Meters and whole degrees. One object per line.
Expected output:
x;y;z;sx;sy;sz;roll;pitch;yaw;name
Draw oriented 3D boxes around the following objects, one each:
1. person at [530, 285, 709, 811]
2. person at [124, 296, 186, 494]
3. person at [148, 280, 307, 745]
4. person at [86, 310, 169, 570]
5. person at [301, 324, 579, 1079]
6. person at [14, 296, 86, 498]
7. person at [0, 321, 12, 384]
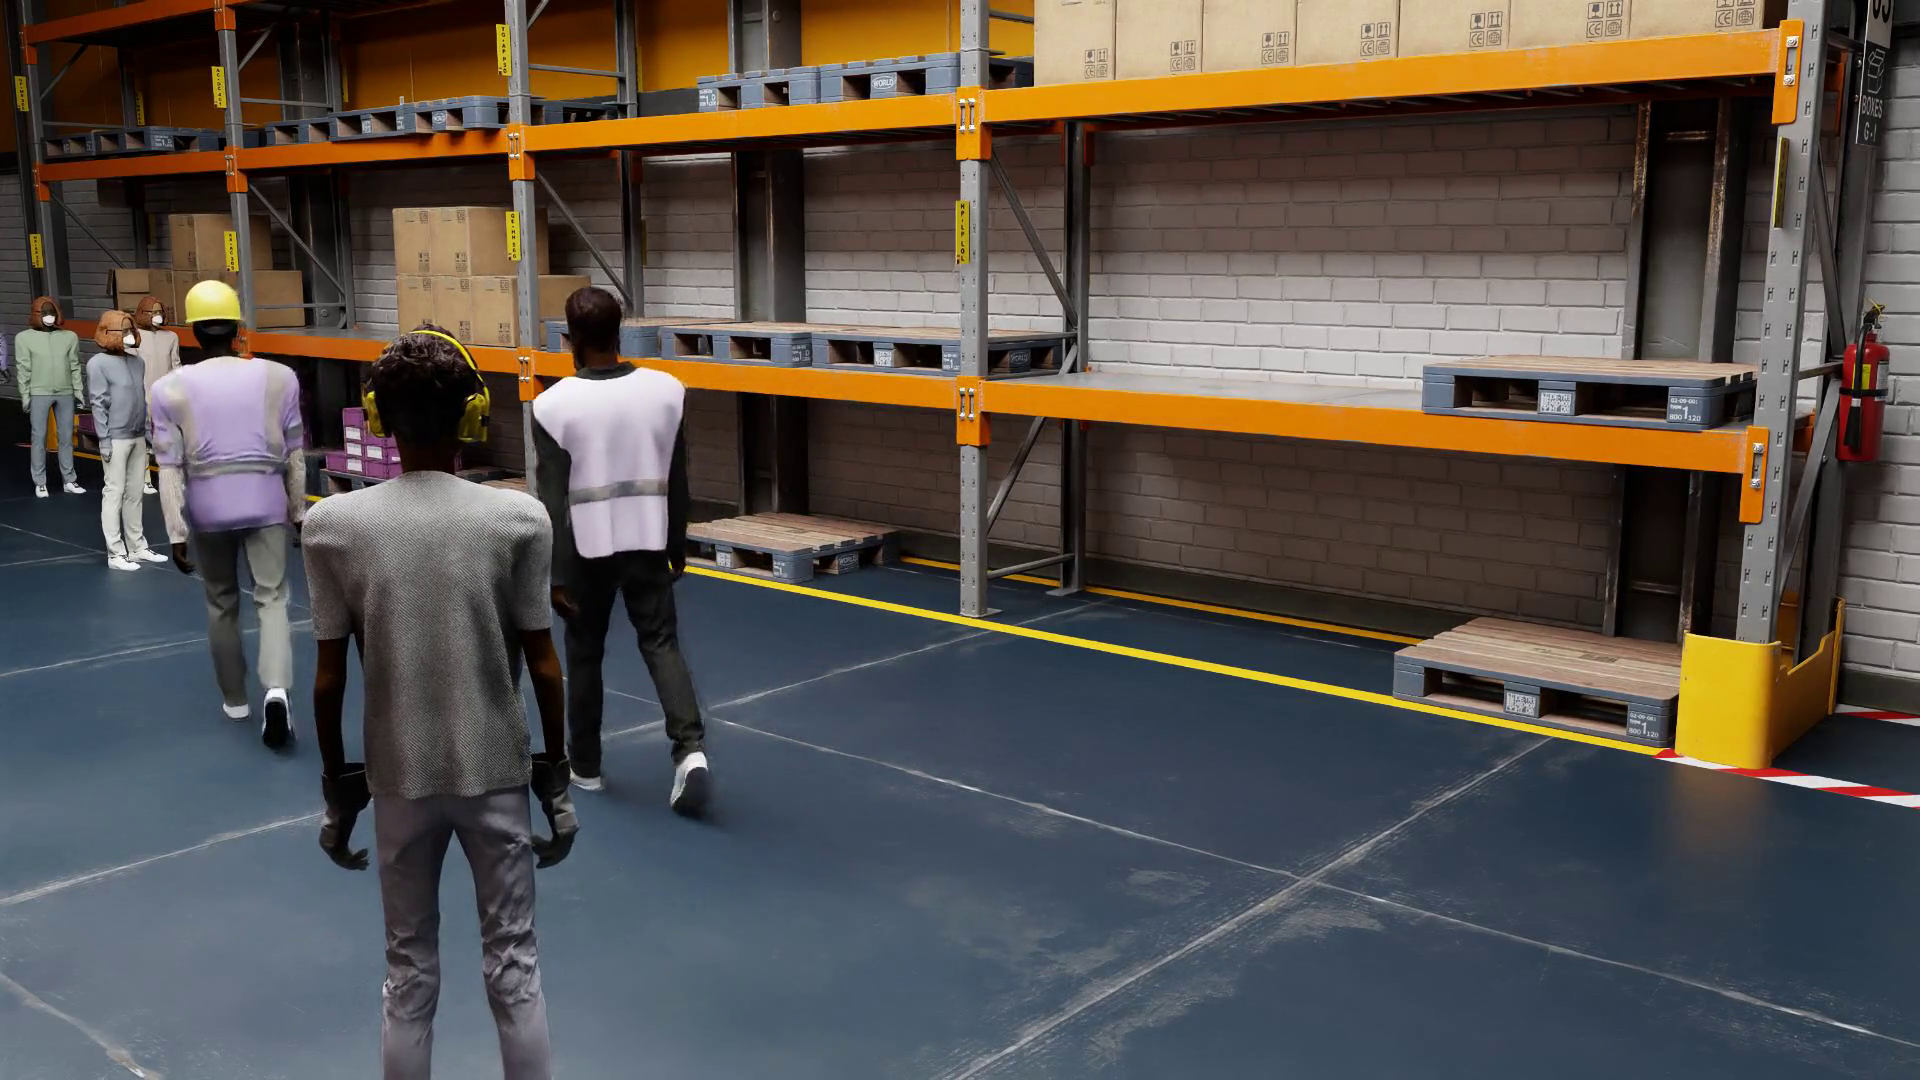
-1.229;0.035;6.002;0.609;1.894;0.848;-6;11;-30;person
-6.673;-1.199;13.790;0.277;1.629;0.497;7;12;34;person
-2.983;-0.115;6.858;0.586;1.901;0.879;-5;11;-26;person
-5.286;-0.632;10.539;0.279;1.633;0.500;1;10;8;person
-1.047;0.503;3.400;0.518;1.873;0.328;-1;10;-8;person
-7.422;-1.171;13.604;0.280;1.632;0.501;8;13;40;person
-9.062;-1.565;15.203;0.657;1.857;0.965;-9;14;-43;person
